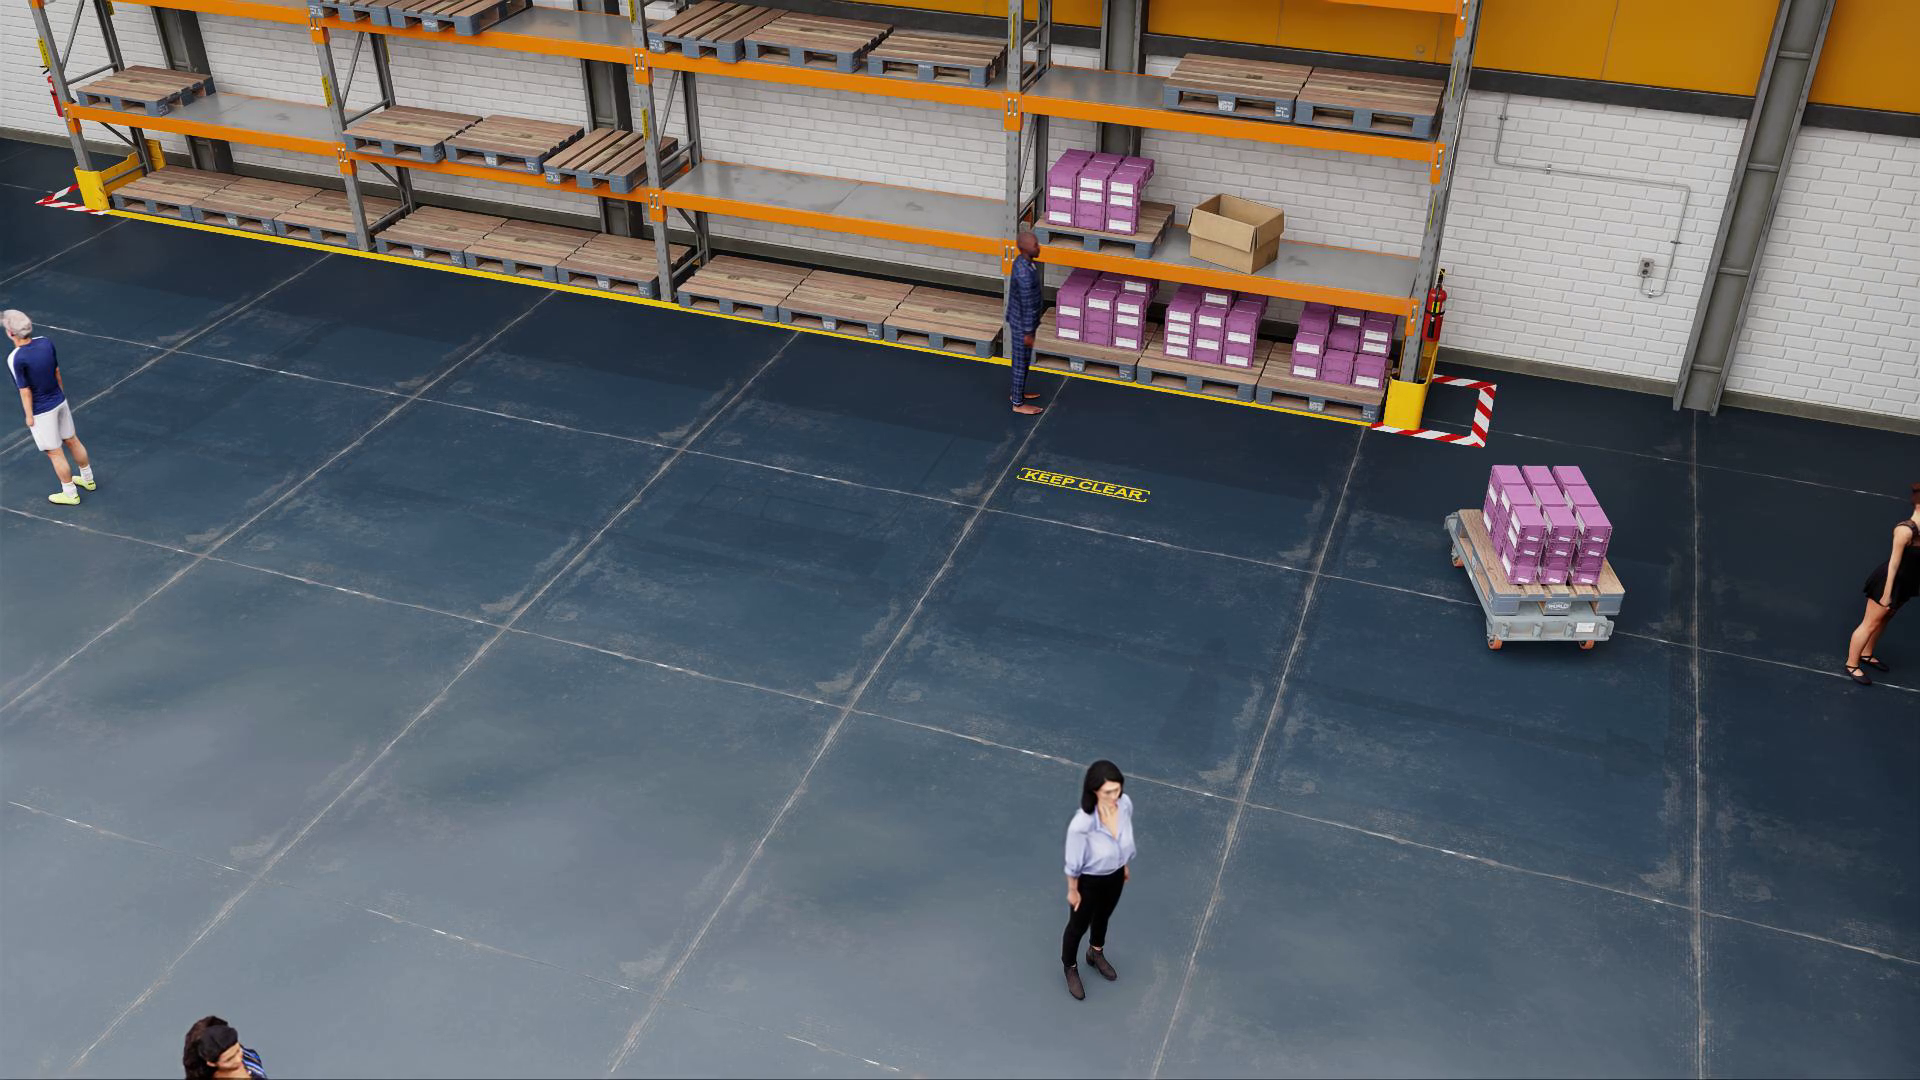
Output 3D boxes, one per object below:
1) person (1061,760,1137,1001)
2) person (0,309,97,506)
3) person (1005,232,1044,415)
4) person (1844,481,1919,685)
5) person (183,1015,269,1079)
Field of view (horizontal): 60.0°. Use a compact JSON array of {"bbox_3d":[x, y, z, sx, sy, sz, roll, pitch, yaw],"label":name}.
[{"bbox_3d":[0.817,1.996,9.860,0.732,1.743,0.753,-21,39,-29],"label":"person"},{"bbox_3d":[-7.991,-1.176,14.546,0.597,1.839,0.661,7,34,10],"label":"person"},{"bbox_3d":[0.611,-2.108,15.966,0.722,1.819,0.734,0,34,0],"label":"person"},{"bbox_3d":[7.013,0.304,12.467,0.678,1.675,0.717,-22,39,-29],"label":"person"},{"bbox_3d":[-3.613,3.022,8.433,0.564,1.615,0.613,8,34,12],"label":"person"}]
